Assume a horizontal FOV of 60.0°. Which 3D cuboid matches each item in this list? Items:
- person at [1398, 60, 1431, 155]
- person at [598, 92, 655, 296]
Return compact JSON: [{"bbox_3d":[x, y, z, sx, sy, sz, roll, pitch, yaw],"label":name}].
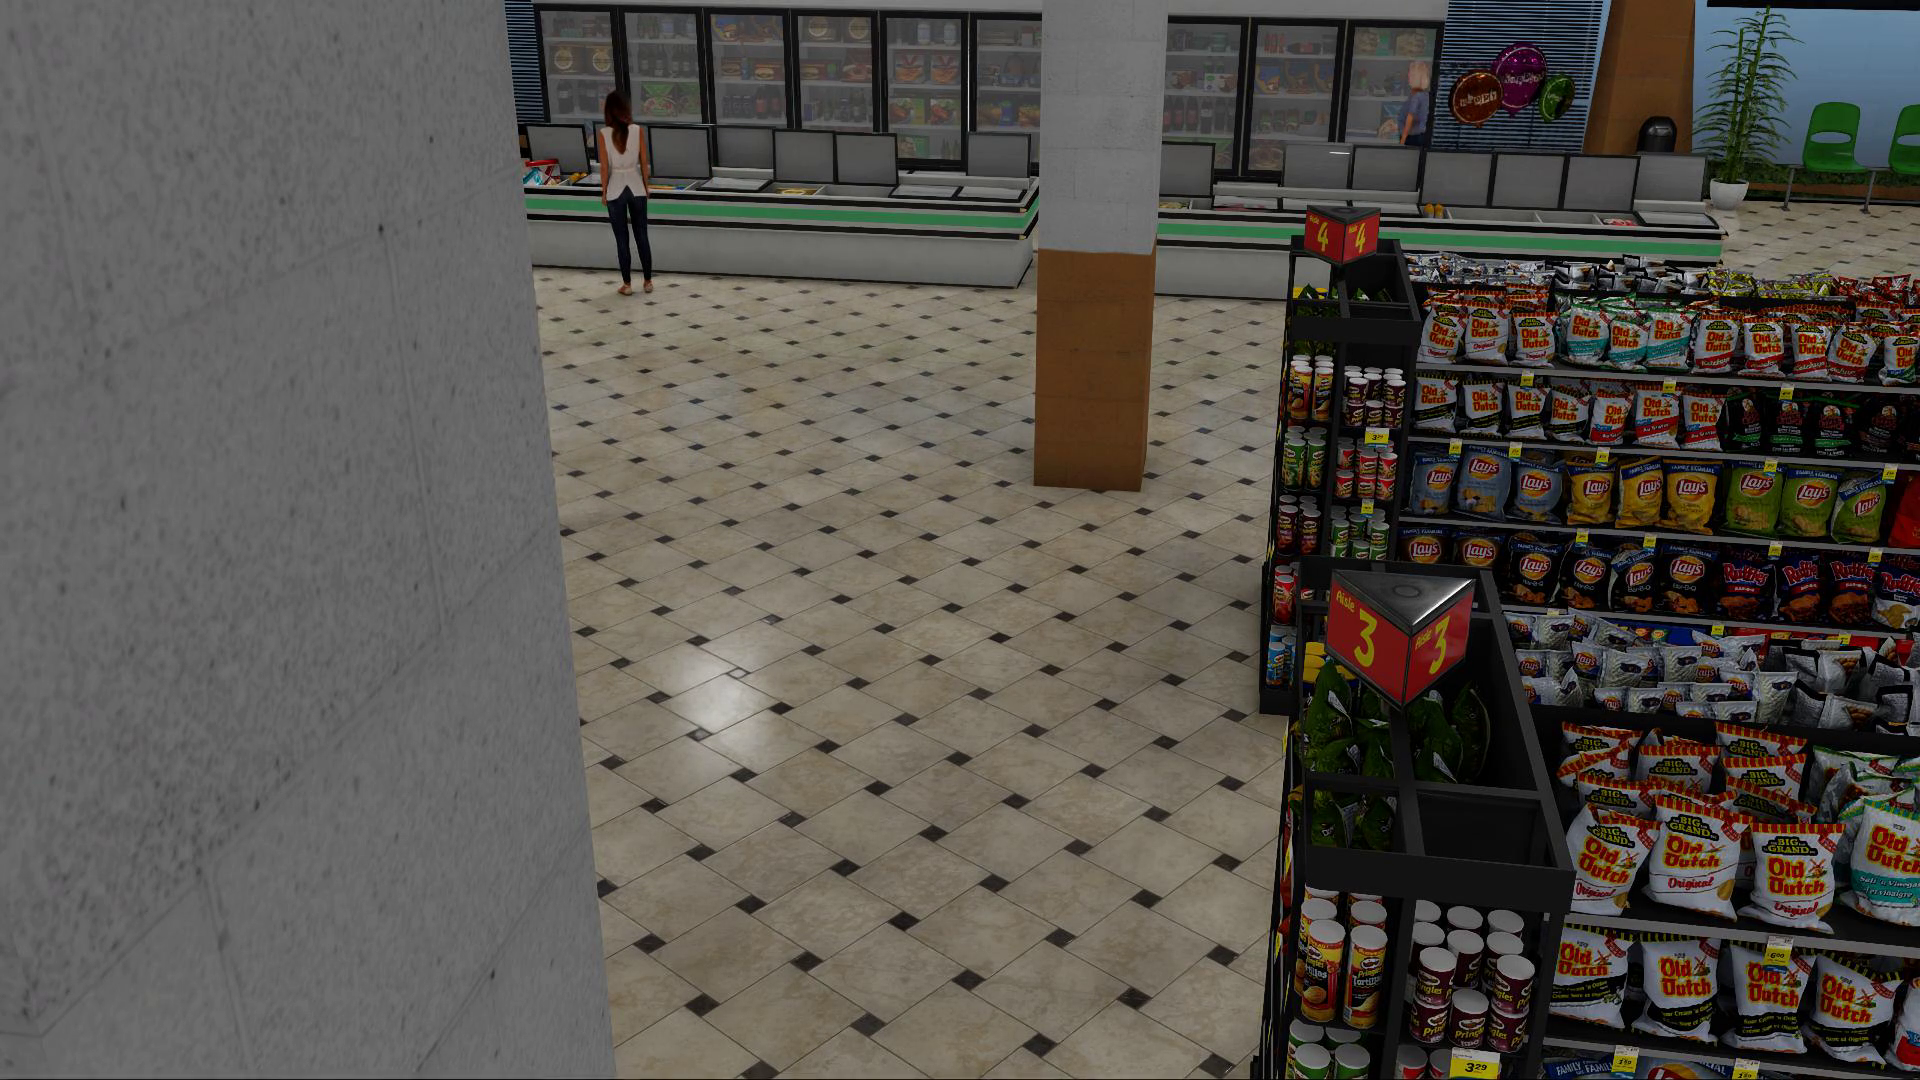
[{"bbox_3d":[4.741,-4.053,17.139,0.638,1.712,0.660,9,25,20],"label":"person"},{"bbox_3d":[-2.970,-3.081,14.829,0.629,1.785,0.726,-10,25,-21],"label":"person"}]
